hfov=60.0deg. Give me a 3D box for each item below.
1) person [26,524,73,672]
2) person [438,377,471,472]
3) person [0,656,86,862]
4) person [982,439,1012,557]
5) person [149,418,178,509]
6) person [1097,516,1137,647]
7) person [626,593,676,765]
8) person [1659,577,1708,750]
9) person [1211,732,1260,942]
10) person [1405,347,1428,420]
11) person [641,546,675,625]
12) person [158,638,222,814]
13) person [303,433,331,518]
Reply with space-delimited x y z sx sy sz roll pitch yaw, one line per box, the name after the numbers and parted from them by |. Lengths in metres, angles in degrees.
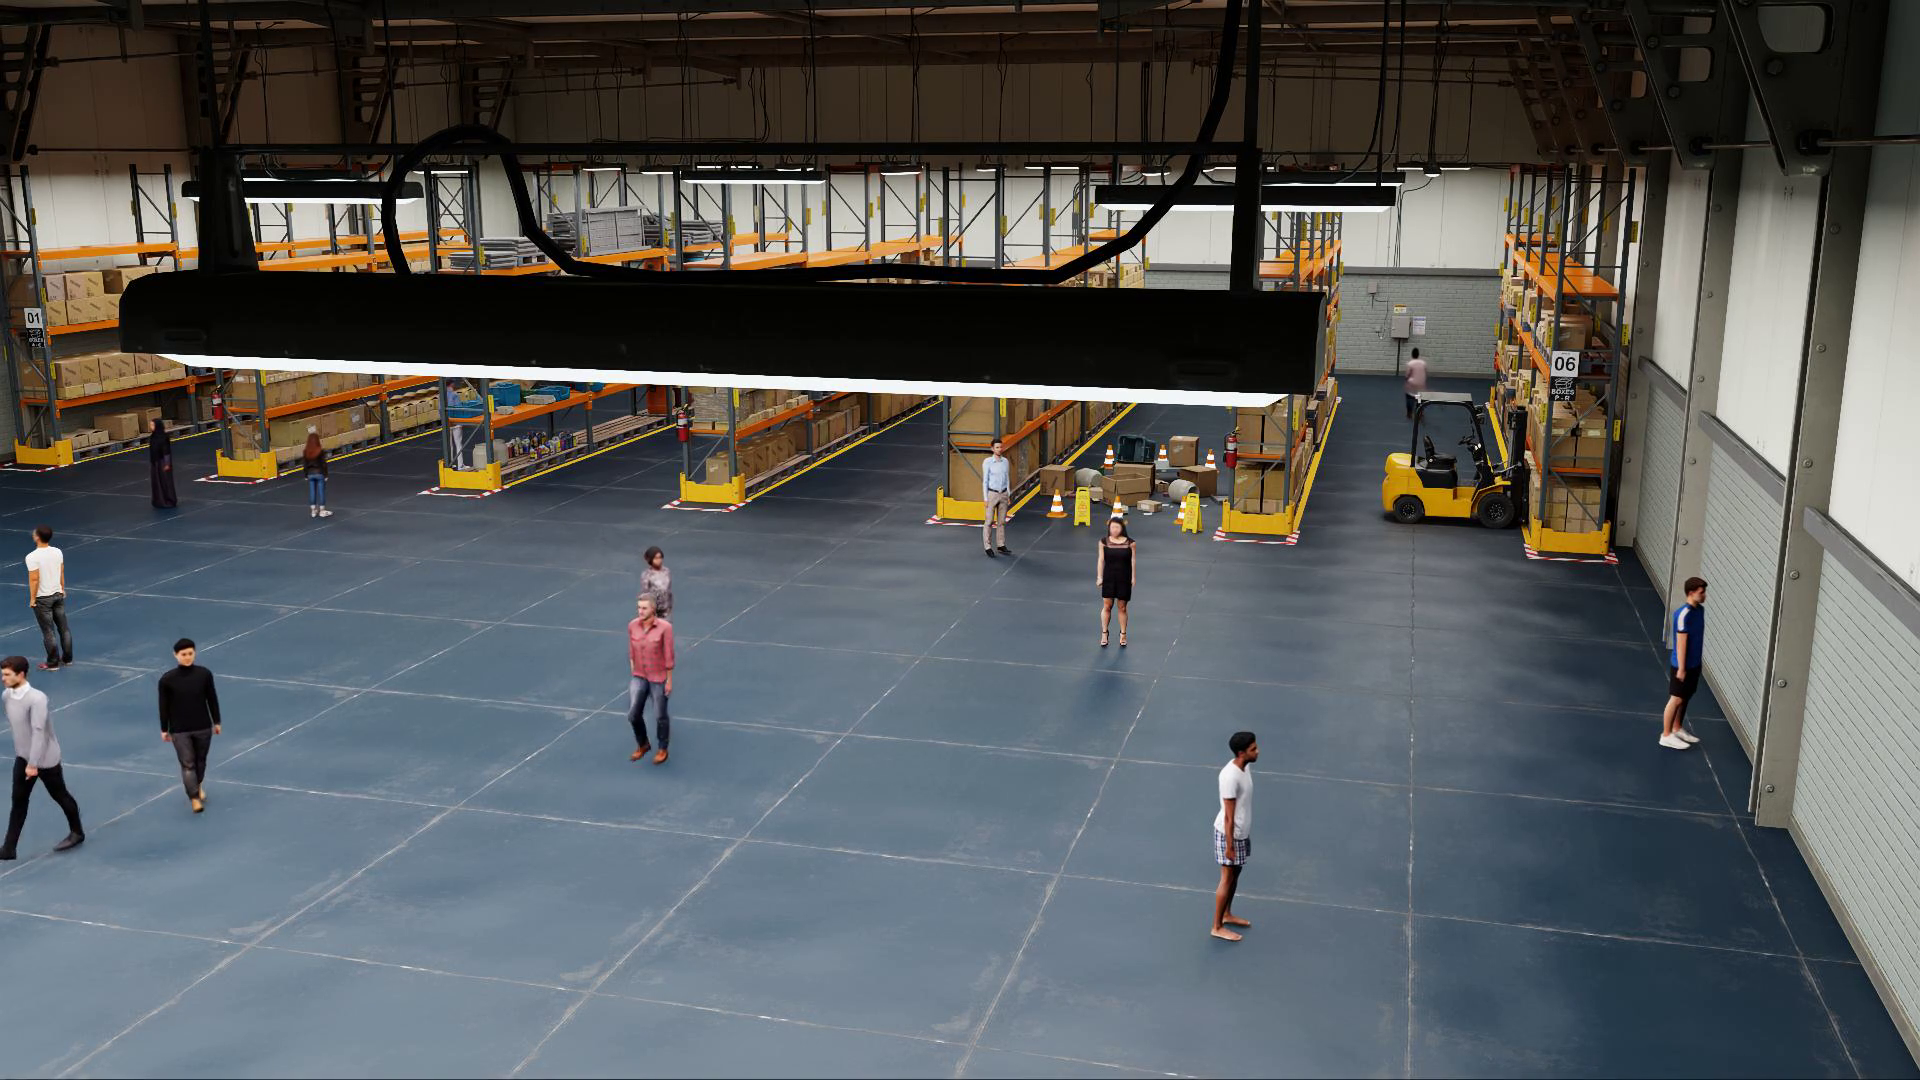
-11.208 0.691 20.459 0.708 1.804 0.491 5 14 19 | person
-10.179 -2.342 33.366 0.653 1.889 0.572 4 14 18 | person
-8.206 1.927 14.961 0.846 1.875 1.185 5 14 22 | person
0.580 -0.694 26.344 0.752 1.847 0.808 -7 15 -28 | person
-14.352 -1.394 29.880 0.661 1.615 0.660 7 15 28 | person
2.009 0.526 21.363 0.700 1.717 0.649 1 13 5 | person
-3.171 1.411 17.318 0.697 1.817 0.646 3 13 12 | person
7.740 1.287 17.746 0.781 1.866 0.668 11 17 40 | person
2.204 2.356 13.438 0.706 1.727 0.521 5 14 22 | person
10.883 -3.709 39.637 0.861 1.724 1.099 0 13 -1 | person
-3.630 0.903 19.773 0.929 1.700 0.925 -11 17 -39 | person
-7.446 1.768 16.077 1.118 1.682 1.122 -9 16 -35 | person
-11.283 -1.147 29.119 0.609 1.478 0.560 0 13 1 | person
